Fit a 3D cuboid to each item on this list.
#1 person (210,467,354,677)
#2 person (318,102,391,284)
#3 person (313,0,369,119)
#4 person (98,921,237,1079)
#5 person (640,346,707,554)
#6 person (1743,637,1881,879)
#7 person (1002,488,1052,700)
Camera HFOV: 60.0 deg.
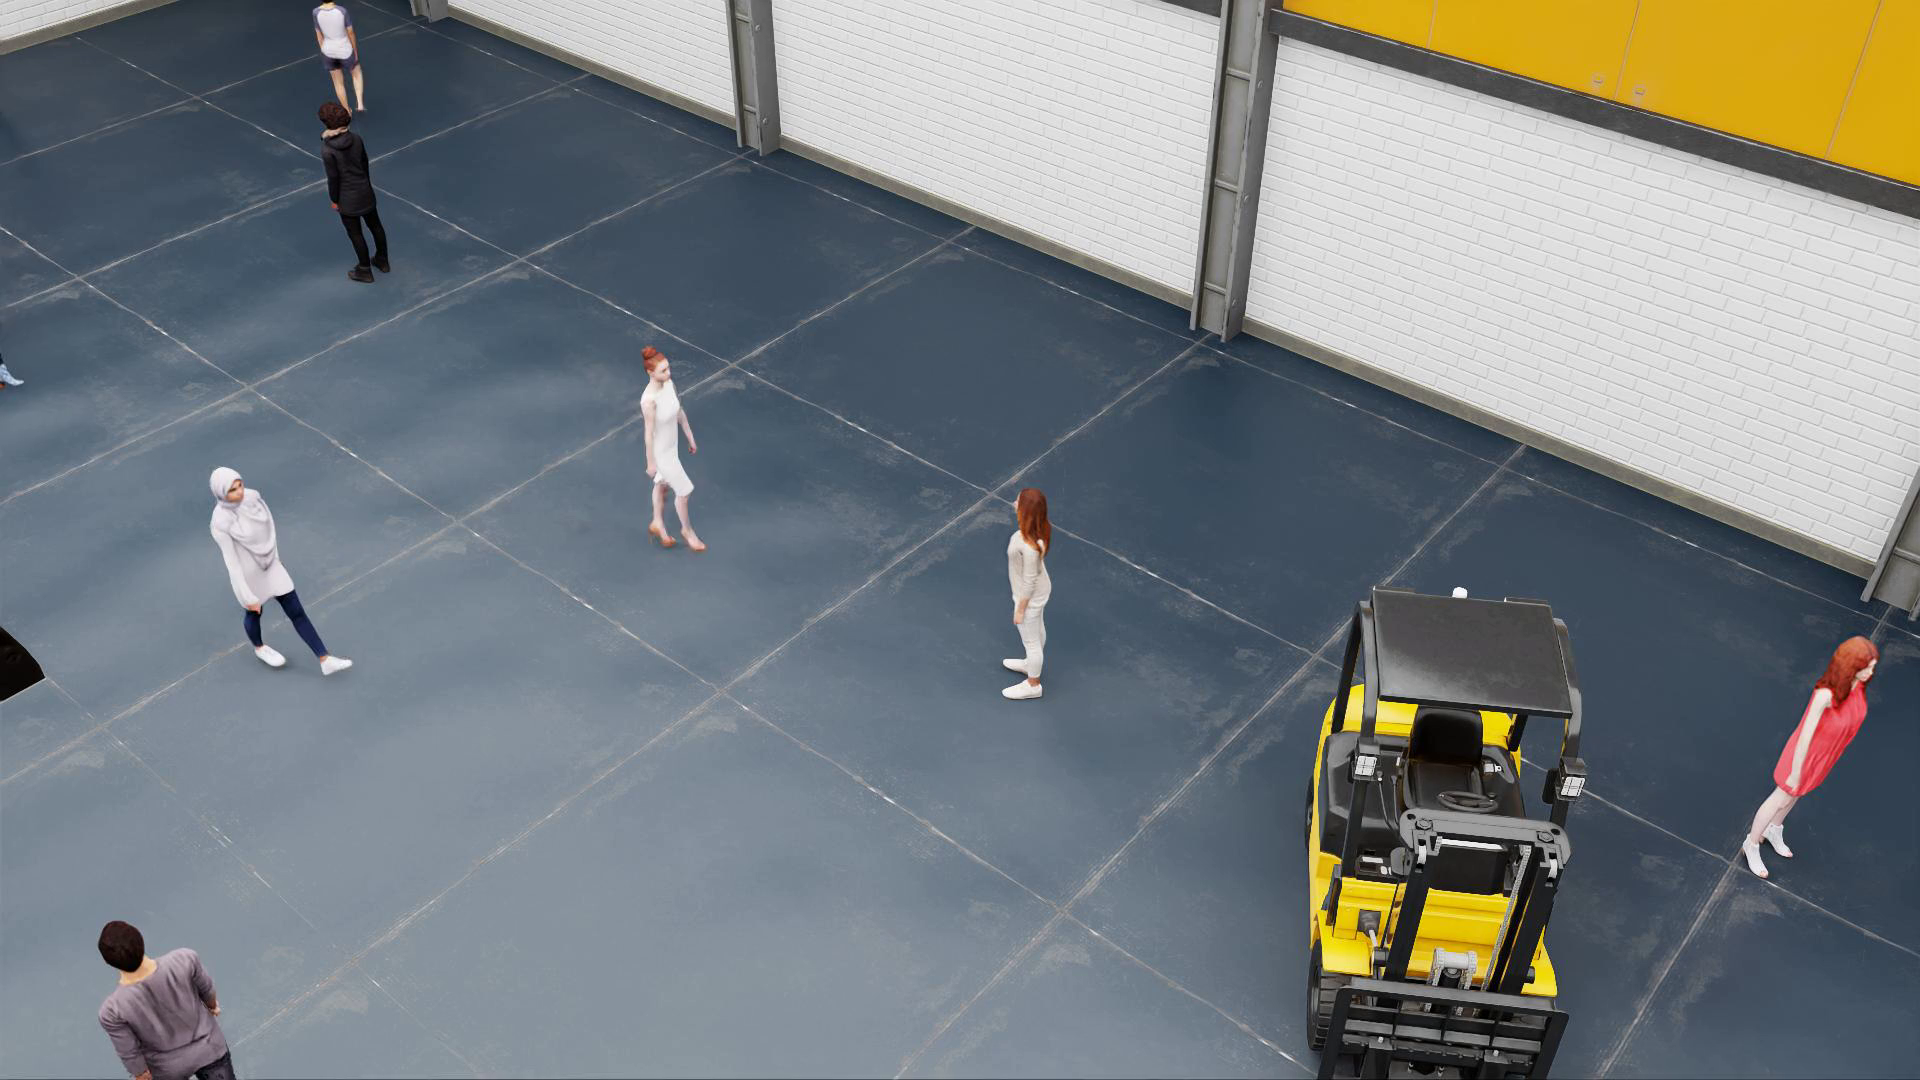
[{"bbox_3d":[-4.840,0.224,11.298,1.147,1.738,0.835,16,41,19],"label":"person"},{"bbox_3d":[-5.701,-3.272,15.641,0.611,1.781,0.633,24,44,27],"label":"person"},{"bbox_3d":[-6.925,-5.429,18.524,0.675,1.553,0.722,-9,40,-12],"label":"person"},{"bbox_3d":[-3.819,2.592,8.275,0.780,1.810,1.204,-31,48,-32],"label":"person"},{"bbox_3d":[-2.283,-0.667,12.383,0.814,1.777,0.743,10,40,13],"label":"person"},{"bbox_3d":[5.072,1.274,9.912,0.656,1.827,0.592,-24,44,-27],"label":"person"},{"bbox_3d":[0.484,0.348,11.162,0.705,1.713,0.684,6,39,8],"label":"person"}]
